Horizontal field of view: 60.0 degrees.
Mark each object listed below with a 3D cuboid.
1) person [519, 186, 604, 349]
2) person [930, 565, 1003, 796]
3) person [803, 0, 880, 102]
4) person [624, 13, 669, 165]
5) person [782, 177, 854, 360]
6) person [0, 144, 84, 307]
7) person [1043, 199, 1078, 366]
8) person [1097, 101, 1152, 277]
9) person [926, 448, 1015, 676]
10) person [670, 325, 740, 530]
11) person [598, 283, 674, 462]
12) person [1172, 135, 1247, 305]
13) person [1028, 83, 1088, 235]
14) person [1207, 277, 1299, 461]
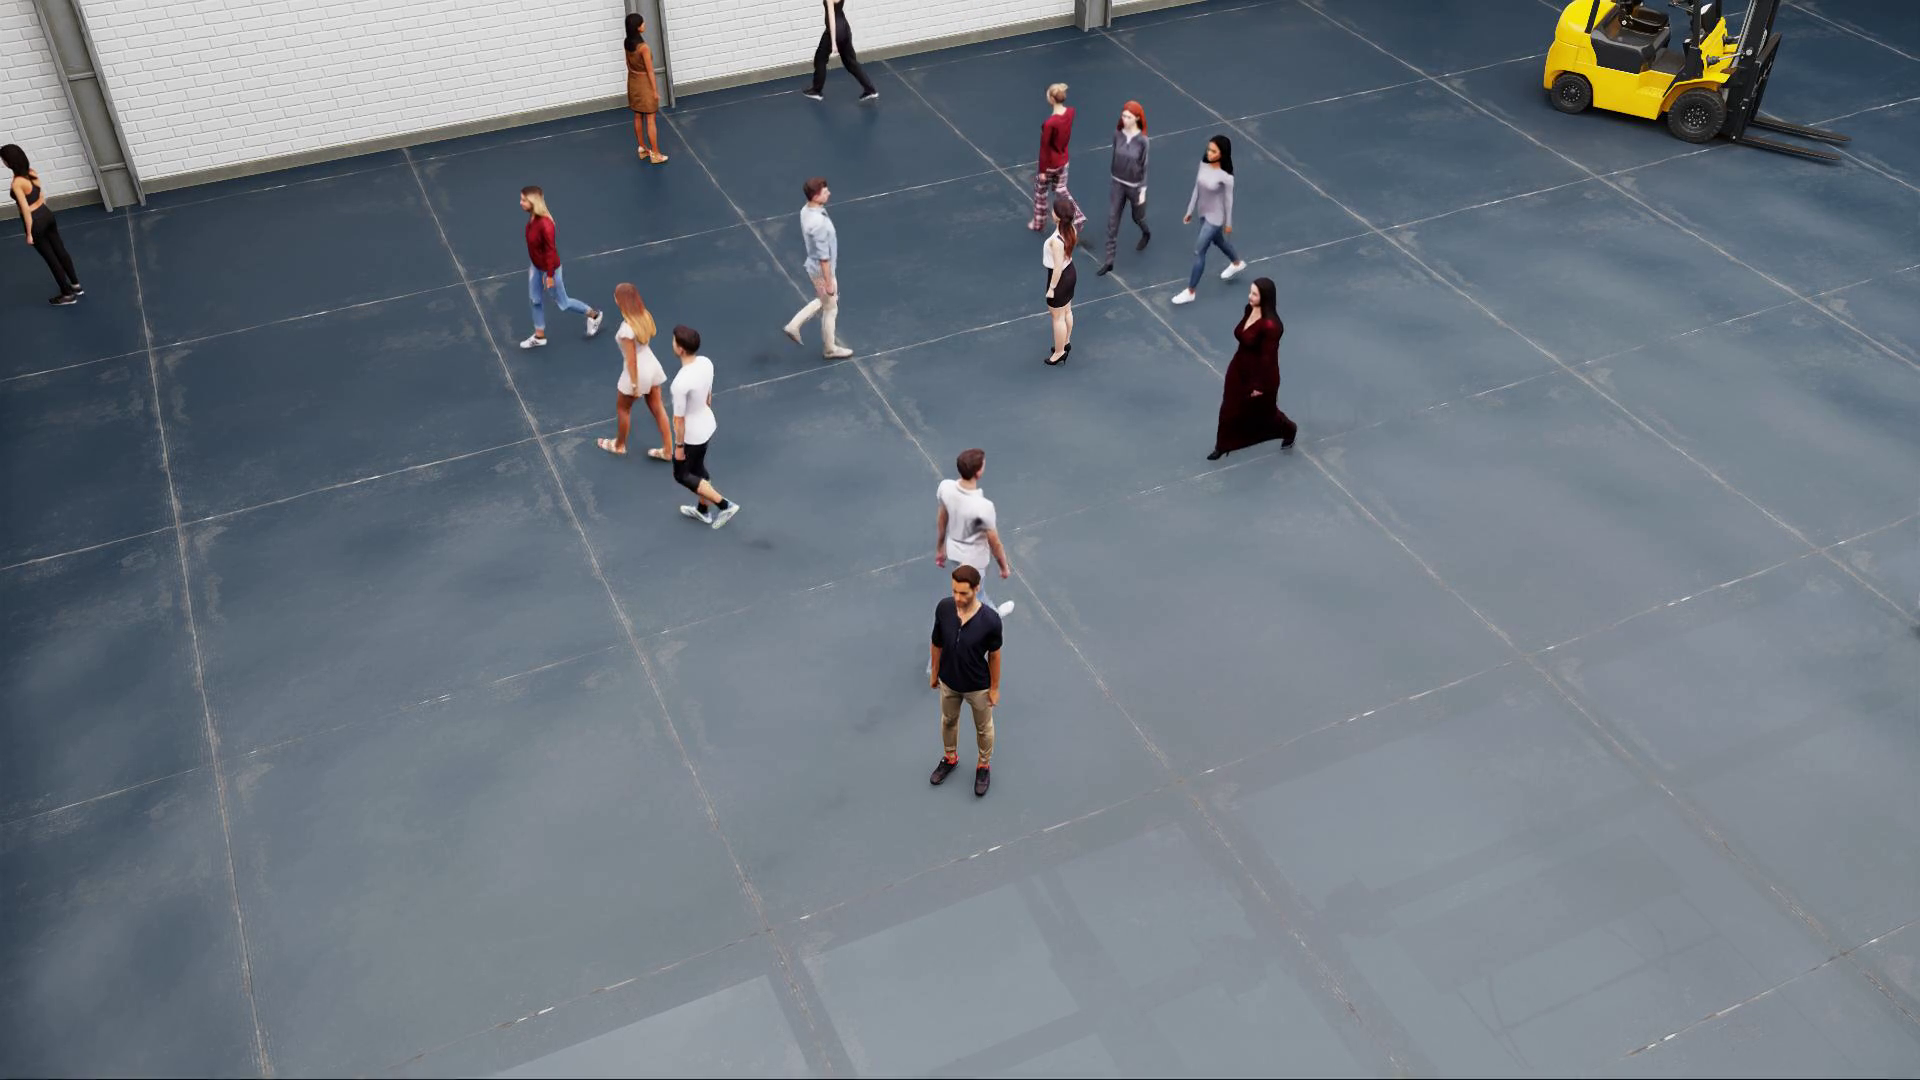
[{"bbox_3d":[-3.759,-2.534,15.429,1.081,1.610,0.716,-23,44,-26],"label":"person"},{"bbox_3d":[0.042,0.900,10.930,0.692,1.859,0.753,13,40,15],"label":"person"},{"bbox_3d":[-1.358,-5.952,19.638,1.160,1.699,1.133,15,41,18],"label":"person"},{"bbox_3d":[-3.532,-5.018,18.475,0.624,1.690,0.615,31,48,33],"label":"person"},{"bbox_3d":[-1.340,-2.439,15.132,0.945,1.834,0.775,-7,39,-9],"label":"person"},{"bbox_3d":[-8.876,-3.053,16.052,0.637,1.643,0.628,2,39,3],"label":"person"},{"bbox_3d":[0.920,-2.356,15.175,0.690,1.649,0.626,14,41,16],"label":"person"},{"bbox_3d":[1.731,-3.536,16.581,0.996,1.738,1.207,22,43,25],"label":"person"},{"bbox_3d":[-0.005,0.193,11.861,1.300,1.802,0.961,-31,48,-33],"label":"person"},{"bbox_3d":[-2.028,-0.841,13.129,0.997,1.835,0.941,14,41,17],"label":"person"},{"bbox_3d":[-2.594,-1.363,13.916,1.006,1.668,0.949,13,40,16],"label":"person"},{"bbox_3d":[2.513,-3.145,16.127,1.166,1.694,0.612,-15,41,-18],"label":"person"},{"bbox_3d":[1.034,-3.867,17.039,0.879,1.684,0.939,29,47,31],"label":"person"},{"bbox_3d":[2.554,-1.397,13.911,1.030,1.728,0.669,-16,41,-19],"label":"person"}]
